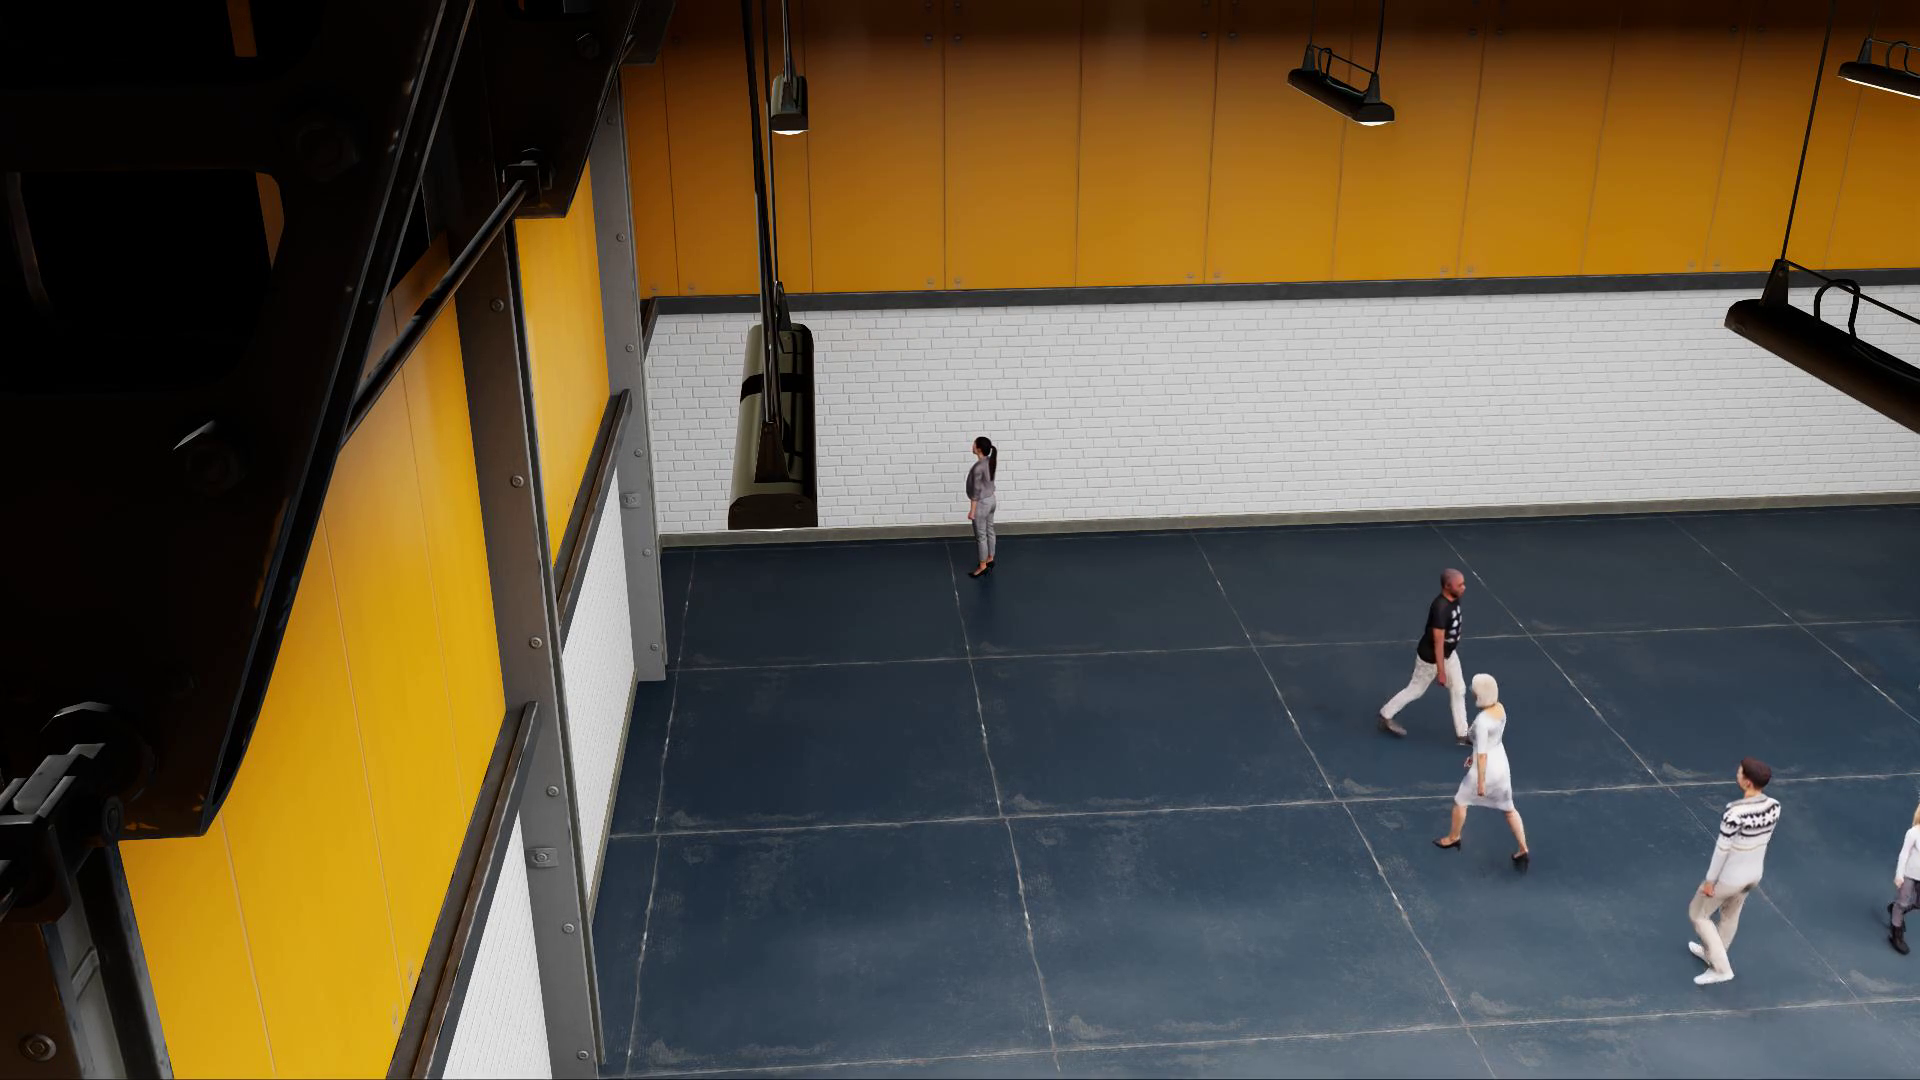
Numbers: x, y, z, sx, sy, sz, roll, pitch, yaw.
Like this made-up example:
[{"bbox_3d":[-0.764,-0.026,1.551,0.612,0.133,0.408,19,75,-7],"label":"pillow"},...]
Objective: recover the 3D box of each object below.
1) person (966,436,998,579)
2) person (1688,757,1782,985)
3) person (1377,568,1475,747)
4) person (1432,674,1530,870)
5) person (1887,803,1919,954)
[{"bbox_3d":[0.265,-0.382,18.830,0.785,1.678,0.697,12,26,26],"label":"person"},{"bbox_3d":[5.699,2.450,12.146,0.836,1.843,0.922,-9,25,-20],"label":"person"},{"bbox_3d":[4.312,1.091,15.376,1.257,1.745,1.270,15,28,31],"label":"person"},{"bbox_3d":[4.383,1.919,13.550,0.967,1.690,1.069,-19,30,-37],"label":"person"},{"bbox_3d":[7.270,2.511,12.716,0.499,1.273,0.605,-2,24,-4],"label":"person"}]
